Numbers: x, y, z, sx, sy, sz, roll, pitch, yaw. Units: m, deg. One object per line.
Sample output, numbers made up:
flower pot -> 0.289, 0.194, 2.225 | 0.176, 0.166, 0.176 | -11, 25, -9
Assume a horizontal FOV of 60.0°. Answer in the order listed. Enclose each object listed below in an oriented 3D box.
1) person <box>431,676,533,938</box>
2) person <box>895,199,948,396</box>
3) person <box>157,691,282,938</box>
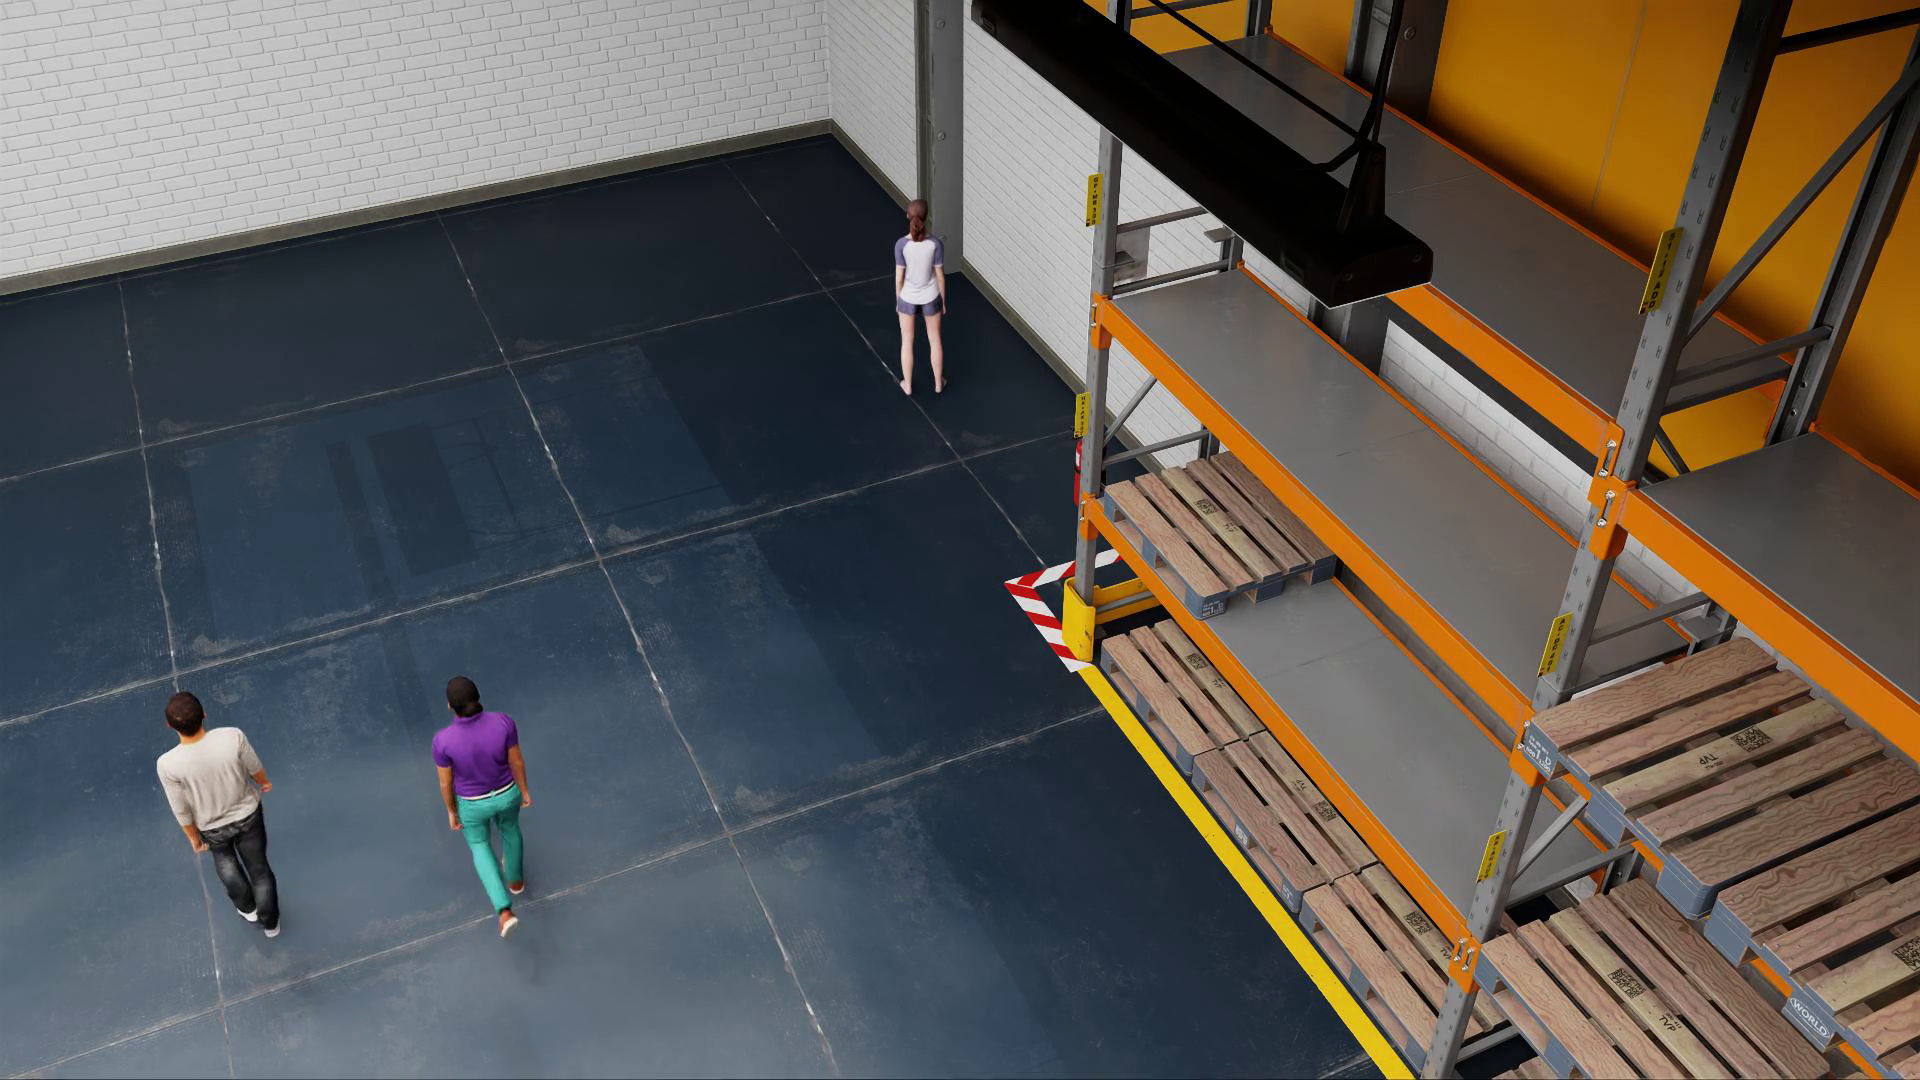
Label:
person -> -2.630, 1.513, 9.371 | 0.643, 1.747, 0.972 | -17, 42, -21
person -> -0.337, -2.000, 13.754 | 0.656, 1.766, 0.660 | -2, 39, -3
person -> -4.046, 1.581, 9.244 | 0.675, 1.798, 0.651 | -20, 43, -23
